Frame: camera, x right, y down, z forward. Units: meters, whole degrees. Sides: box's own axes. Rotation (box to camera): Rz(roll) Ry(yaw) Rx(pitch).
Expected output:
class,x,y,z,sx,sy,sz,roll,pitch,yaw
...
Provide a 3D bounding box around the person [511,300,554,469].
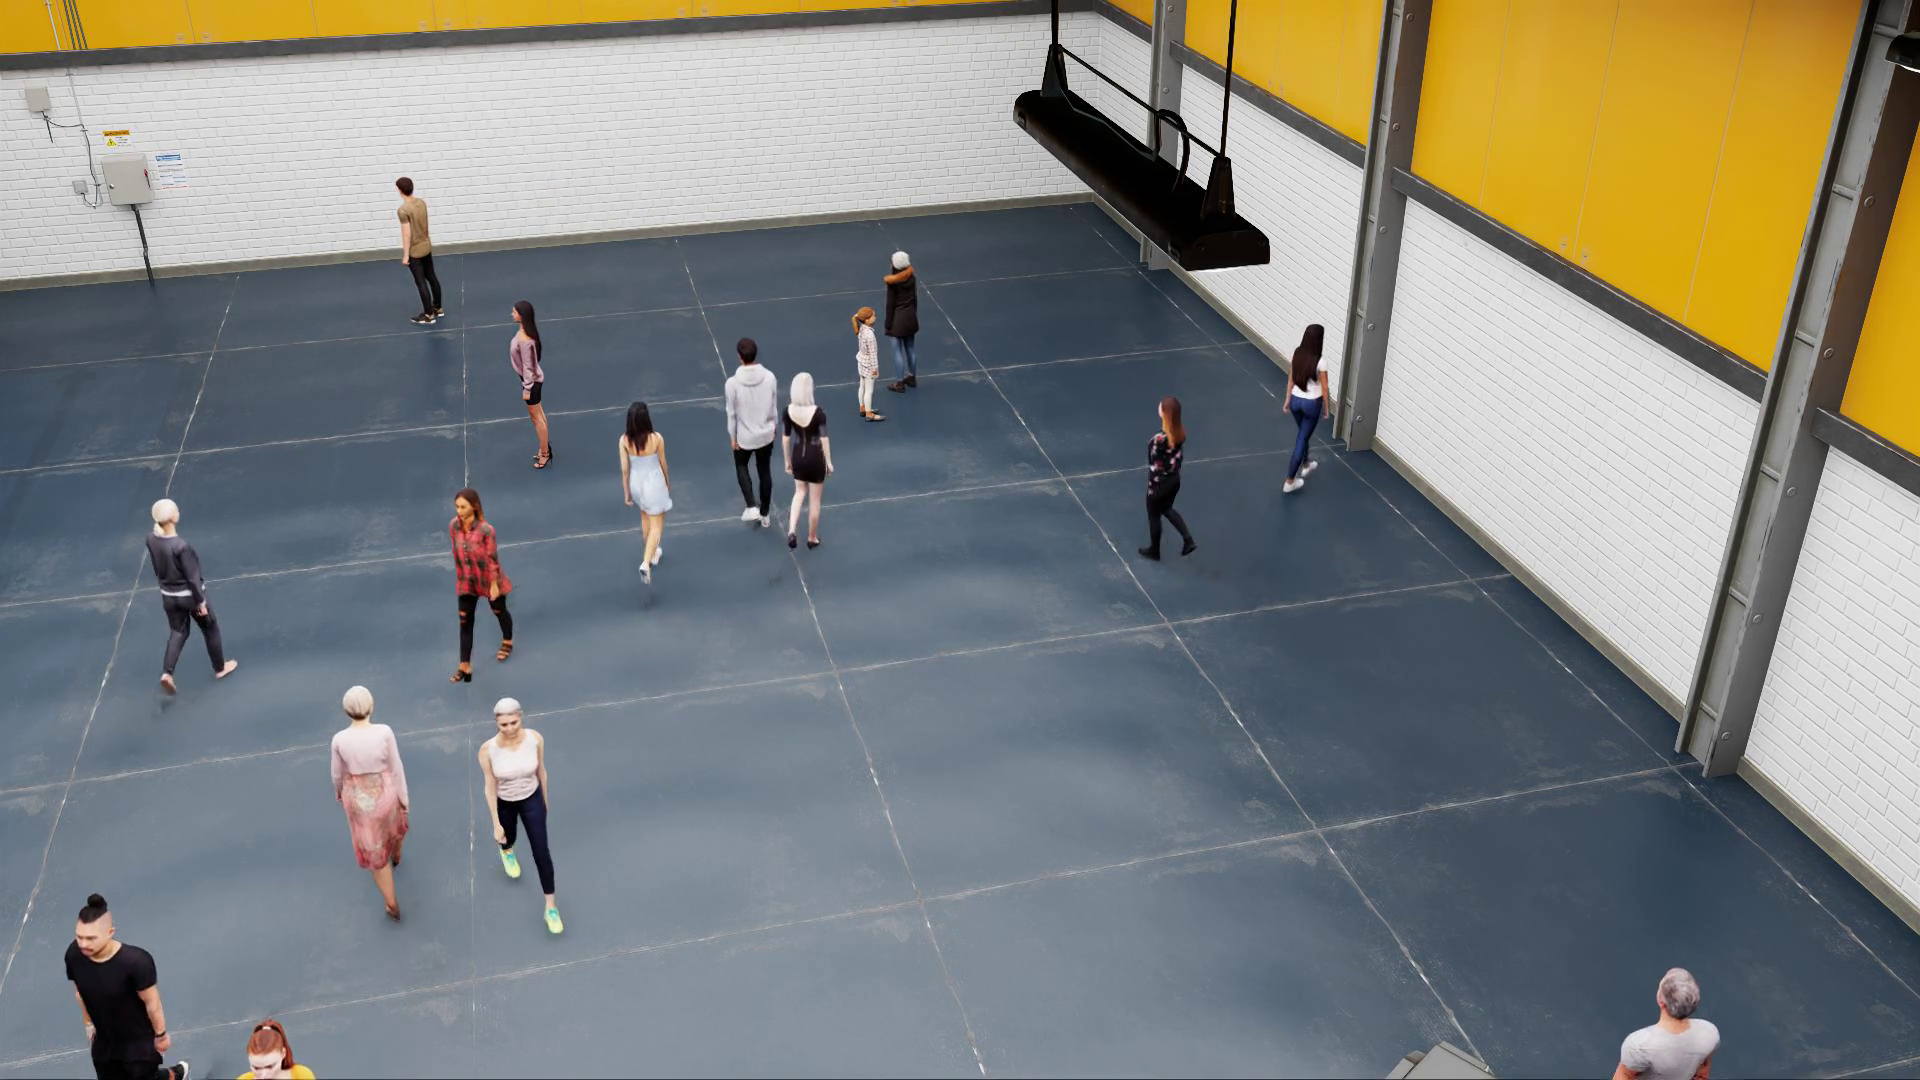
class,x,y,z,sx,sy,sz,roll,pitch,yaw
person,-4.411,-1.610,17.163,0.688,1.812,0.488,-5,29,-8

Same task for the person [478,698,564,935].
class,x,y,z,sx,sy,sz,roll,pitch,yaw
person,-3.003,1.748,11.160,0.744,1.665,1.227,-13,31,-22

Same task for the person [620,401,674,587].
class,x,y,z,sx,sy,sz,roll,pitch,yaw
person,-2.836,-0.401,15.060,0.799,1.702,1.145,0,29,1

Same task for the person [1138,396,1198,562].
class,x,y,z,sx,sy,sz,roll,pitch,yaw
person,1.949,-0.514,15.301,0.923,1.670,0.821,22,36,35

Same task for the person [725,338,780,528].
class,x,y,z,sx,sy,sz,roll,pitch,yaw
person,-1.929,-0.981,15.903,0.699,1.914,0.687,-10,30,-18

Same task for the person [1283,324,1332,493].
class,x,y,z,sx,sy,sz,roll,pitch,yaw
person,3.399,-1.293,16.641,0.882,1.755,0.915,-22,36,-35

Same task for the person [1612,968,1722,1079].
class,x,y,z,sx,sy,sz,roll,pitch,yaw
person,3.624,3.040,8.632,0.690,1.817,0.793,-8,30,-14

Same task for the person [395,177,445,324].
class,x,y,z,sx,sy,sz,roll,pitch,yaw
person,-6.784,-3.643,20.850,0.810,1.850,0.703,9,30,16

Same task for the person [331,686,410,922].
class,x,y,z,sx,sy,sz,roll,pitch,yaw
person,-3.897,1.800,11.081,0.746,1.648,1.094,-14,32,-24

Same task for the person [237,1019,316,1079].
class,x,y,z,sx,sy,sz,roll,pitch,yaw
person,-3.406,3.151,8.503,0.562,1.747,0.523,-6,29,-11

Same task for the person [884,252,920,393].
class,x,y,z,sx,sy,sz,roll,pitch,yaw
person,-0.659,-2.491,18.967,0.753,1.631,0.728,23,36,35

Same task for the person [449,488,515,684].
class,x,y,z,sx,sy,sz,roll,pitch,yaw
person,-3.917,0.317,13.786,0.978,1.662,1.146,8,30,15

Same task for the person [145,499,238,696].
class,x,y,z,sx,sy,sz,roll,pitch,yaw
person,-6.337,0.472,13.455,0.880,1.707,1.036,7,29,13

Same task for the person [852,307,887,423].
class,x,y,z,sx,sy,sz,roll,pitch,yaw
person,-1.028,-1.950,18.308,0.604,1.312,0.481,-10,30,-18

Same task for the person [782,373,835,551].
class,x,y,z,sx,sy,sz,roll,pitch,yaw
person,-1.443,-0.664,15.423,0.790,1.817,0.874,9,30,16

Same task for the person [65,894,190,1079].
class,x,y,z,sx,sy,sz,roll,pitch,yaw
person,-4.607,2.670,9.272,0.897,1.853,0.991,7,29,12
